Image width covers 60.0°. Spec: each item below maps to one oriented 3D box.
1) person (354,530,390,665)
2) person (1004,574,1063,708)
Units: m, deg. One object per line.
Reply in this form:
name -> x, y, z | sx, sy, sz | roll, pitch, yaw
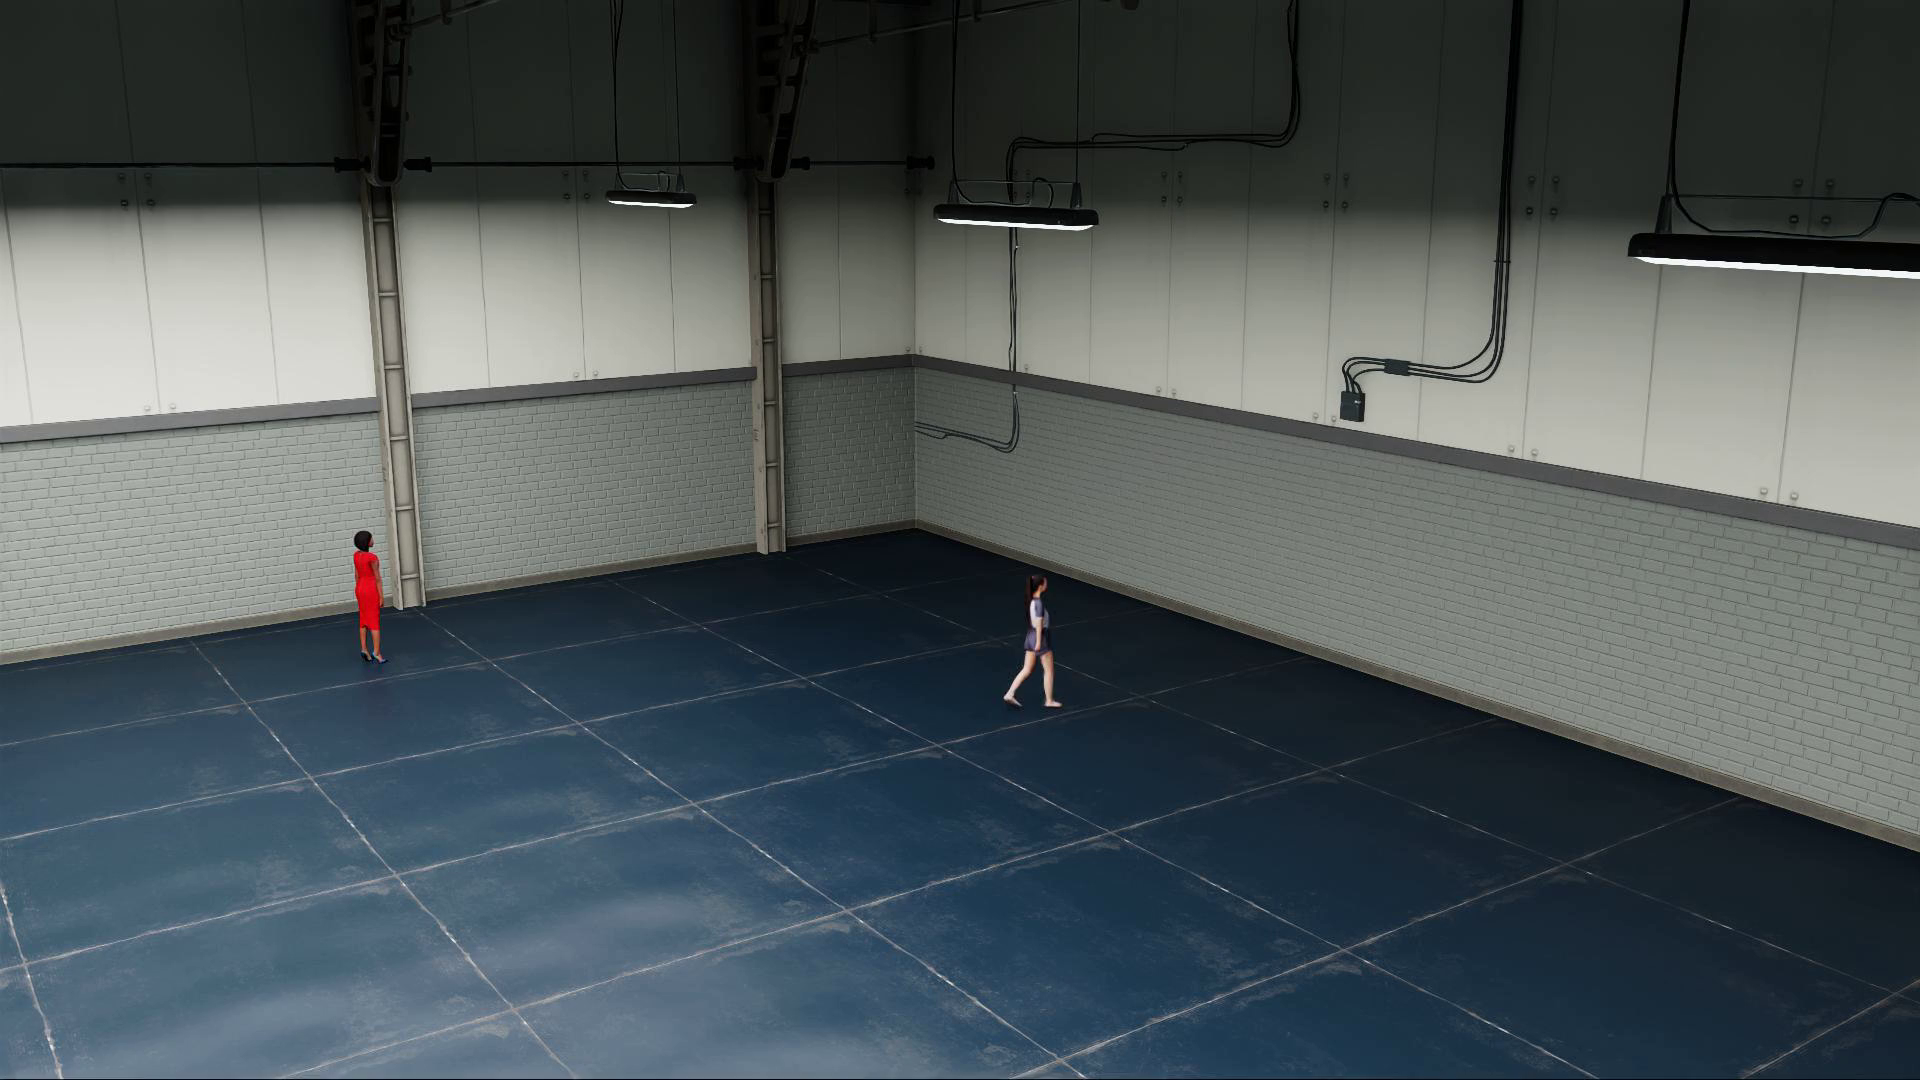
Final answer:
person -> -7.635, 0.730, 21.461 | 0.637, 1.743, 0.635 | 7, 15, 29
person -> 0.822, 1.211, 19.622 | 0.995, 1.636, 0.742 | -5, 14, -20
